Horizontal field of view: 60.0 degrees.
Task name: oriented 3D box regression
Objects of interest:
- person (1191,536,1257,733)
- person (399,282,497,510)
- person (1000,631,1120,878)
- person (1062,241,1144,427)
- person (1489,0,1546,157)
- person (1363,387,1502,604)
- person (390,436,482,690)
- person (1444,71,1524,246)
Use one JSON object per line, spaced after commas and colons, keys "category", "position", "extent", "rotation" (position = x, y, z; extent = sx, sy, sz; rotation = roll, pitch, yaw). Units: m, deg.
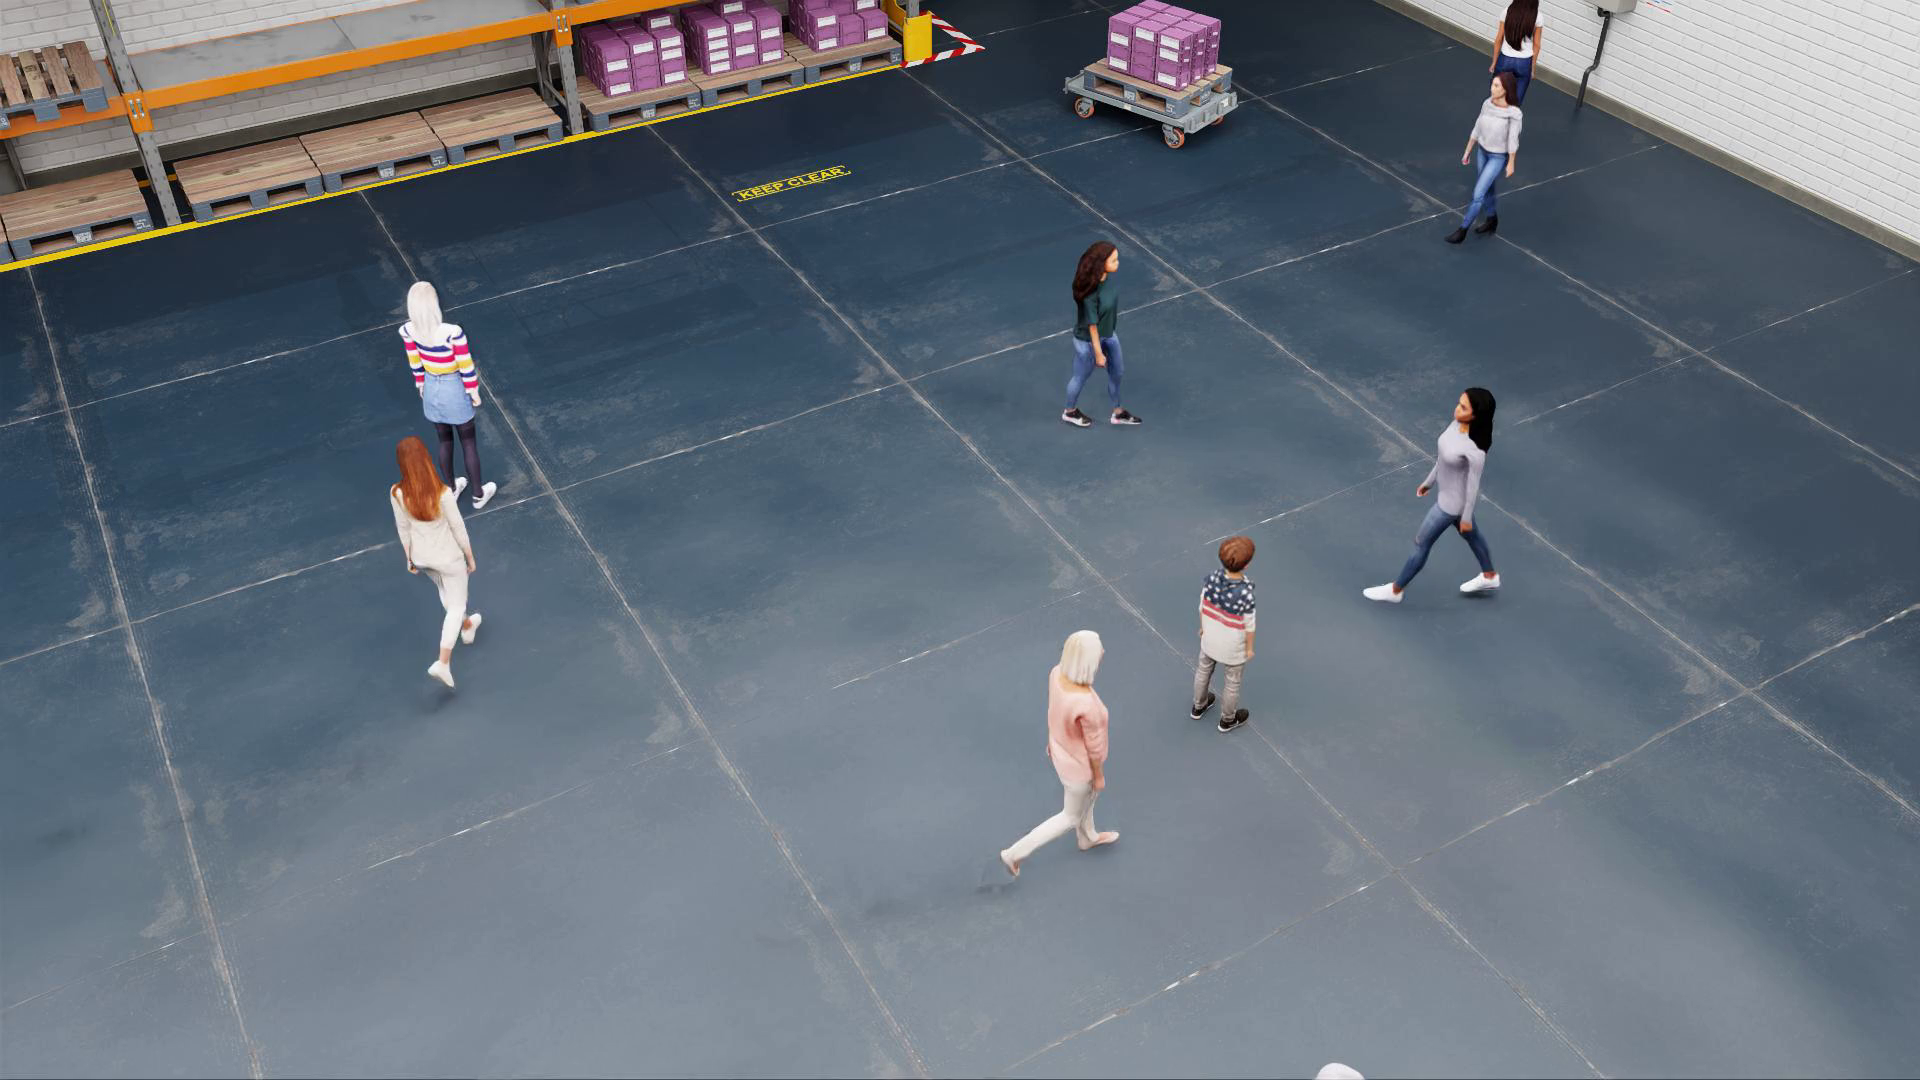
{"category": "person", "position": [1.624, 0.562, 10.152], "extent": [0.580, 1.438, 0.573], "rotation": [27, 46, 30]}
{"category": "person", "position": [-3.660, -1.033, 11.854], "extent": [0.690, 1.807, 0.746], "rotation": [10, 40, 12]}
{"category": "person", "position": [0.556, 1.217, 9.122], "extent": [1.049, 1.701, 0.701], "rotation": [-14, 41, -17]}
{"category": "person", "position": [0.938, -1.547, 12.669], "extent": [0.905, 1.593, 0.900], "rotation": [18, 42, 21]}
{"category": "person", "position": [5.466, -4.668, 16.432], "extent": [0.671, 1.774, 0.682], "rotation": [19, 42, 22]}
{"category": "person", "position": [3.362, -0.264, 10.986], "extent": [1.247, 1.688, 1.036], "rotation": [1, 39, 2]}
{"category": "person", "position": [-3.311, 0.160, 10.465], "extent": [1.058, 1.676, 1.040], "rotation": [5, 39, 6]}
{"category": "person", "position": [4.886, -3.473, 15.075], "extent": [0.942, 1.599, 0.686], "rotation": [-16, 41, -19]}
